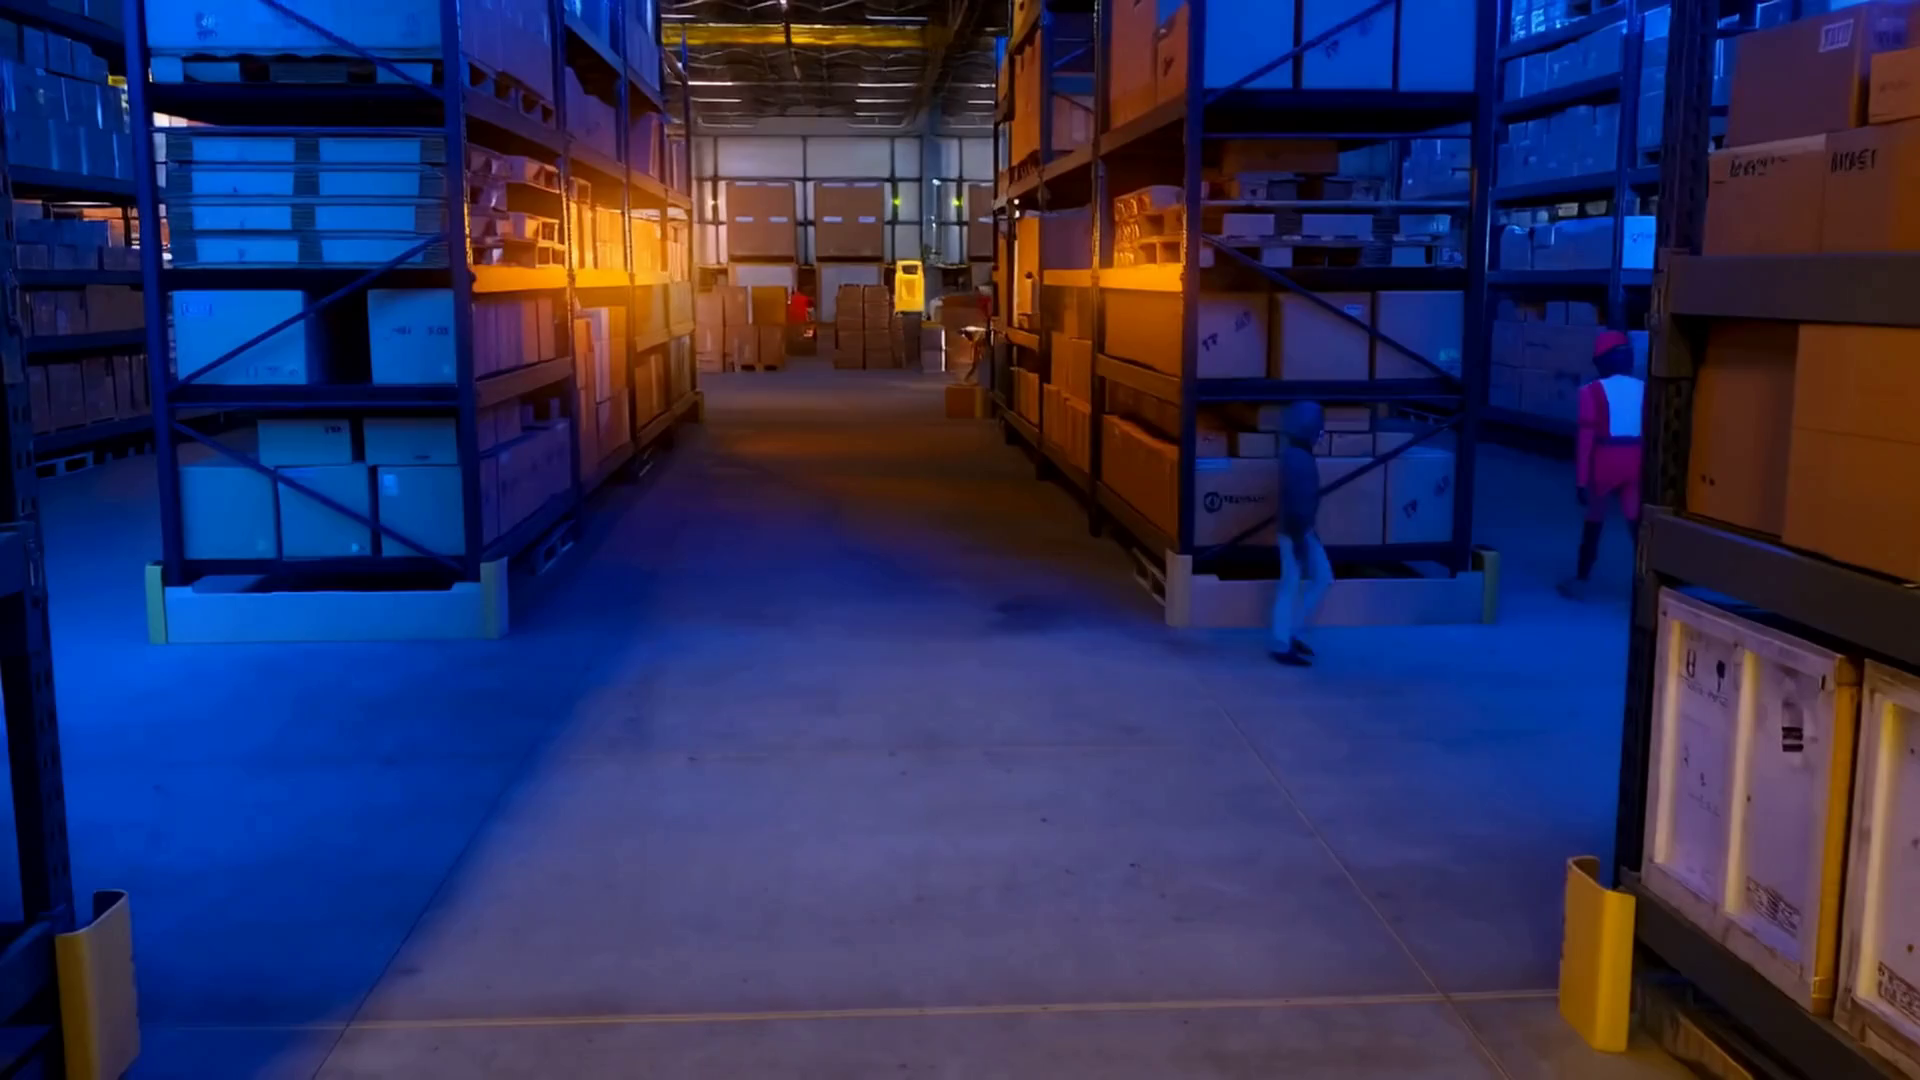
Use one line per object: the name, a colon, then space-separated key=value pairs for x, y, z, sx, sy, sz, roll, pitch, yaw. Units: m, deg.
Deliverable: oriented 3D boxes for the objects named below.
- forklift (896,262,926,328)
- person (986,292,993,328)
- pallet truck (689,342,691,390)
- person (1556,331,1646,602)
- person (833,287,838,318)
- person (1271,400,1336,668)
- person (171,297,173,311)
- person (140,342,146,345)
forklift: x=-1.780 y=-8.547 z=59.499 sx=1.129 sy=2.768 sz=1.873 roll=-1 pitch=9 yaw=-4
person: x=0.747 y=-5.502 z=43.417 sx=0.454 sy=1.904 sz=0.627 roll=-1 pitch=9 yaw=-9
pallet truck: x=-5.225 y=-3.008 z=27.480 sx=1.885 sy=1.965 sz=0.823 roll=2 pitch=9 yaw=14
person: x=4.586 y=-0.461 z=11.597 sx=0.680 sy=1.969 sz=1.094 roll=-1 pitch=9 yaw=-6
person: x=-4.561 y=-8.621 z=62.933 sx=0.547 sy=1.930 sz=0.382 roll=2 pitch=9 yaw=11
person: x=2.060 y=-0.031 z=9.966 sx=0.402 sy=1.617 sz=0.533 roll=4 pitch=10 yaw=25
person: x=-29.511 y=-8.627 z=62.801 sx=0.411 sy=1.986 sz=0.615 roll=1 pitch=9 yaw=5
person: x=-27.461 y=-7.388 z=55.958 sx=0.383 sy=1.681 sz=0.548 roll=1 pitch=9 yaw=9
